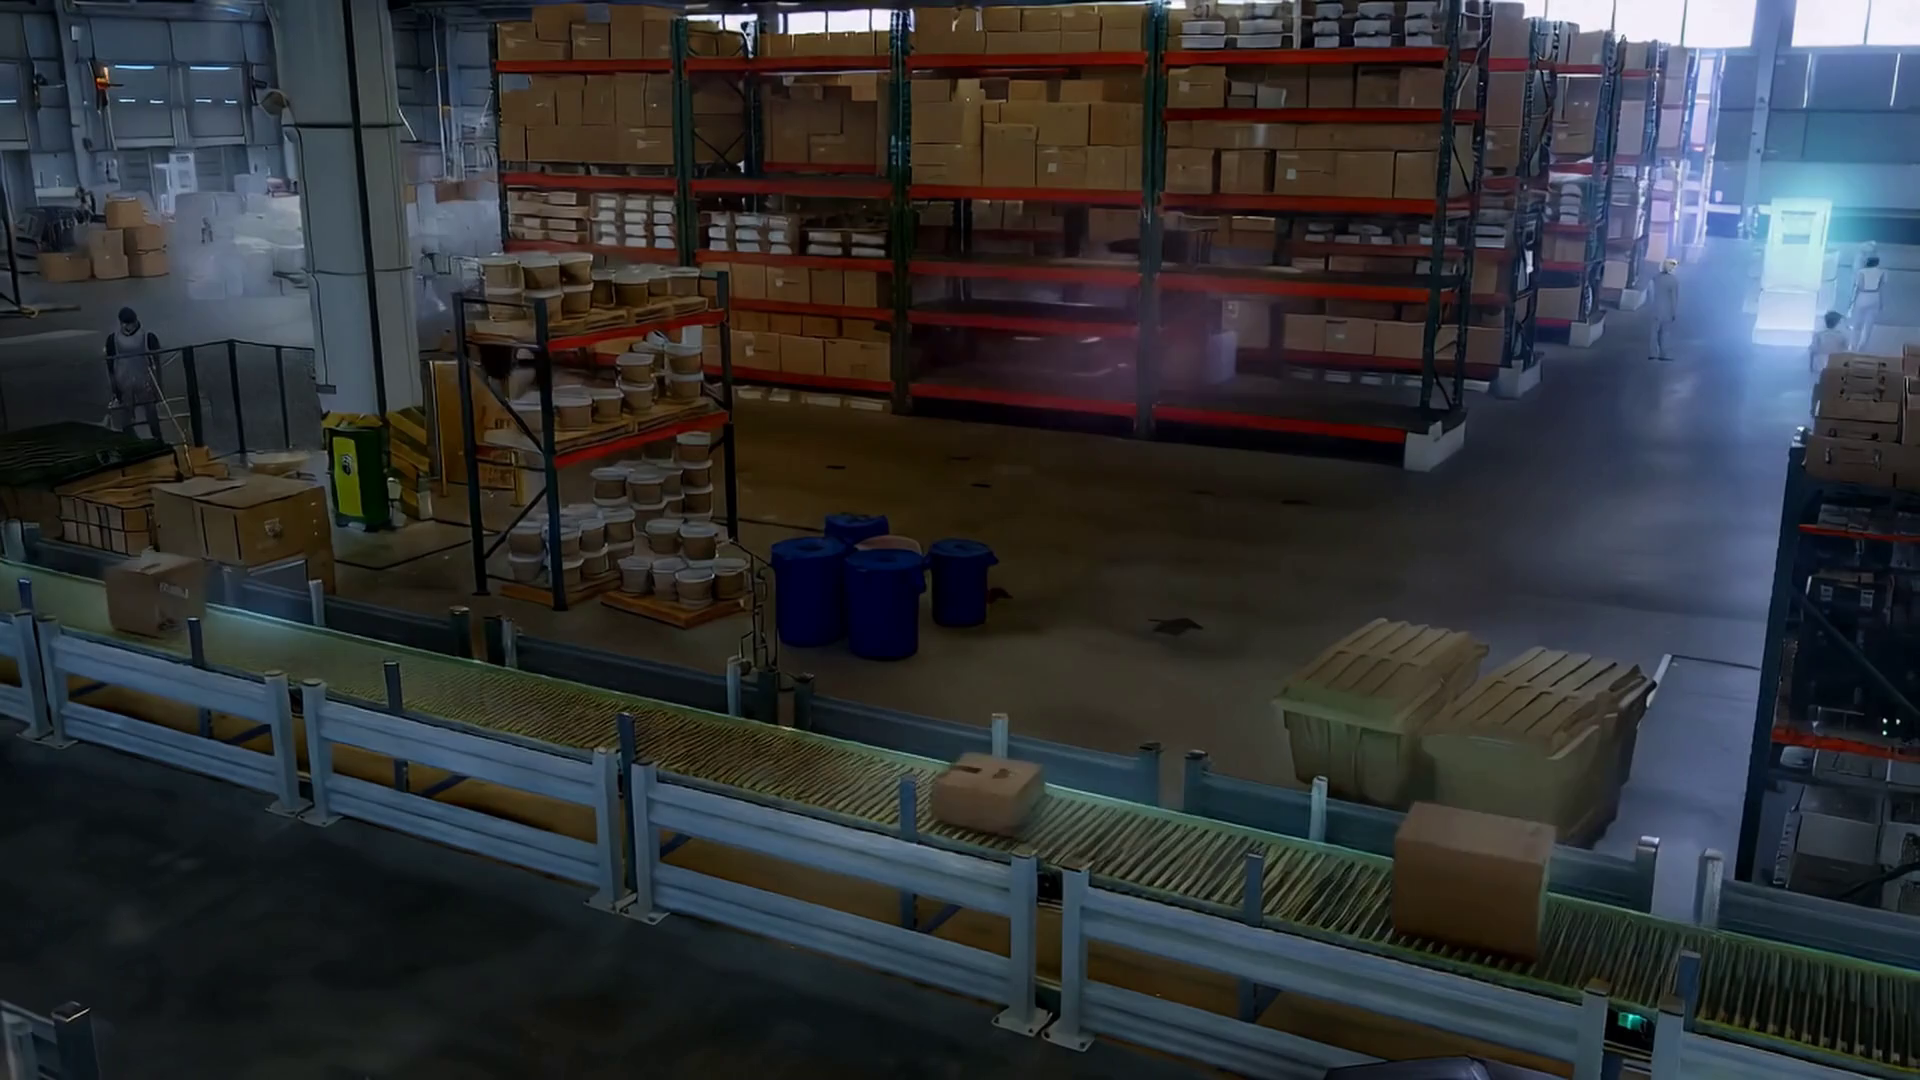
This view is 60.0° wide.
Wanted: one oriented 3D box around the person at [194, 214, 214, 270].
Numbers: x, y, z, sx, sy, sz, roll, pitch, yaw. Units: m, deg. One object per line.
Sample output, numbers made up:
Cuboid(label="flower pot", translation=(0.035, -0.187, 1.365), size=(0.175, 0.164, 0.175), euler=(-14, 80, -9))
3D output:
Cuboid(label="person", translation=(-21.380, -8.402, 47.100), size=(0.624, 1.613, 0.528), euler=(-12, 19, -39))

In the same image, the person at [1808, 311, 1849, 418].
Cuboid(label="person", translation=(13.224, -2.643, 25.339), size=(0.532, 1.669, 0.655), euler=(3, 15, 11))

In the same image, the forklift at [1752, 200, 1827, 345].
Cuboid(label="forklift", translation=(16.794, -5.444, 33.565), size=(1.129, 2.768, 1.873), euler=(8, 17, 27))

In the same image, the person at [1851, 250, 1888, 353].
Cuboid(label="person", translation=(17.480, -4.570, 32.029), size=(0.604, 1.984, 1.088), euler=(8, 17, 27))

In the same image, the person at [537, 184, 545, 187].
Cuboid(label="person", translation=(-15.812, -12.778, 62.966), size=(0.556, 1.919, 0.680), euler=(-2, 15, -6))

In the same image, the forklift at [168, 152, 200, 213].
Cuboid(label="forklift", translation=(-28.984, -13.085, 62.291), size=(1.873, 2.768, 1.129), euler=(8, 17, 28))

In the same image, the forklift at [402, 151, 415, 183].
Cuboid(label="forklift", translation=(-21.377, -13.658, 64.445), size=(1.873, 2.768, 1.129), euler=(0, 15, 1))

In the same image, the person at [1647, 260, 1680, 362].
Cuboid(label="person", translation=(13.208, -4.287, 31.101), size=(0.400, 1.902, 0.642), euler=(-5, 16, -18))

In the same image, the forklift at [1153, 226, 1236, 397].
Cuboid(label="forklift", translation=(3.532, -3.791, 27.352), size=(1.873, 2.768, 1.129), euler=(8, 17, 28))

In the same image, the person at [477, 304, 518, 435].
Cuboid(label="person", translation=(-6.705, -2.453, 24.081), size=(0.643, 1.965, 0.796), euler=(-11, 18, -35))

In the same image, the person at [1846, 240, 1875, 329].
Cuboid(label="person", translation=(19.237, -5.438, 35.437), size=(0.635, 1.900, 0.397), euler=(-13, 20, -41))

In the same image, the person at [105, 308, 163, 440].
Cuboid(label="person", translation=(-11.365, -2.188, 22.933), size=(0.688, 2.000, 0.539), euler=(-6, 16, -21))

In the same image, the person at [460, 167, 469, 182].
Cuboid(label="person", translation=(-21.638, -15.306, 72.512), size=(0.842, 1.902, 0.652), euler=(-9, 18, -31))

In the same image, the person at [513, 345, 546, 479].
Cuboid(label="person", translation=(-5.524, -1.640, 21.433), size=(0.599, 1.745, 0.543), euler=(8, 17, 28))

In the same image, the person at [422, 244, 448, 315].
Cuboid(label="person", translation=(-11.903, -5.867, 37.573), size=(0.644, 1.622, 0.521), euler=(3, 15, 10))

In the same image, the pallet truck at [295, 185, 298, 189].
Cuboid(label="pallet truck", translation=(-26.804, -14.617, 69.738), size=(1.885, 1.965, 0.823), euler=(-14, 20, -42))
